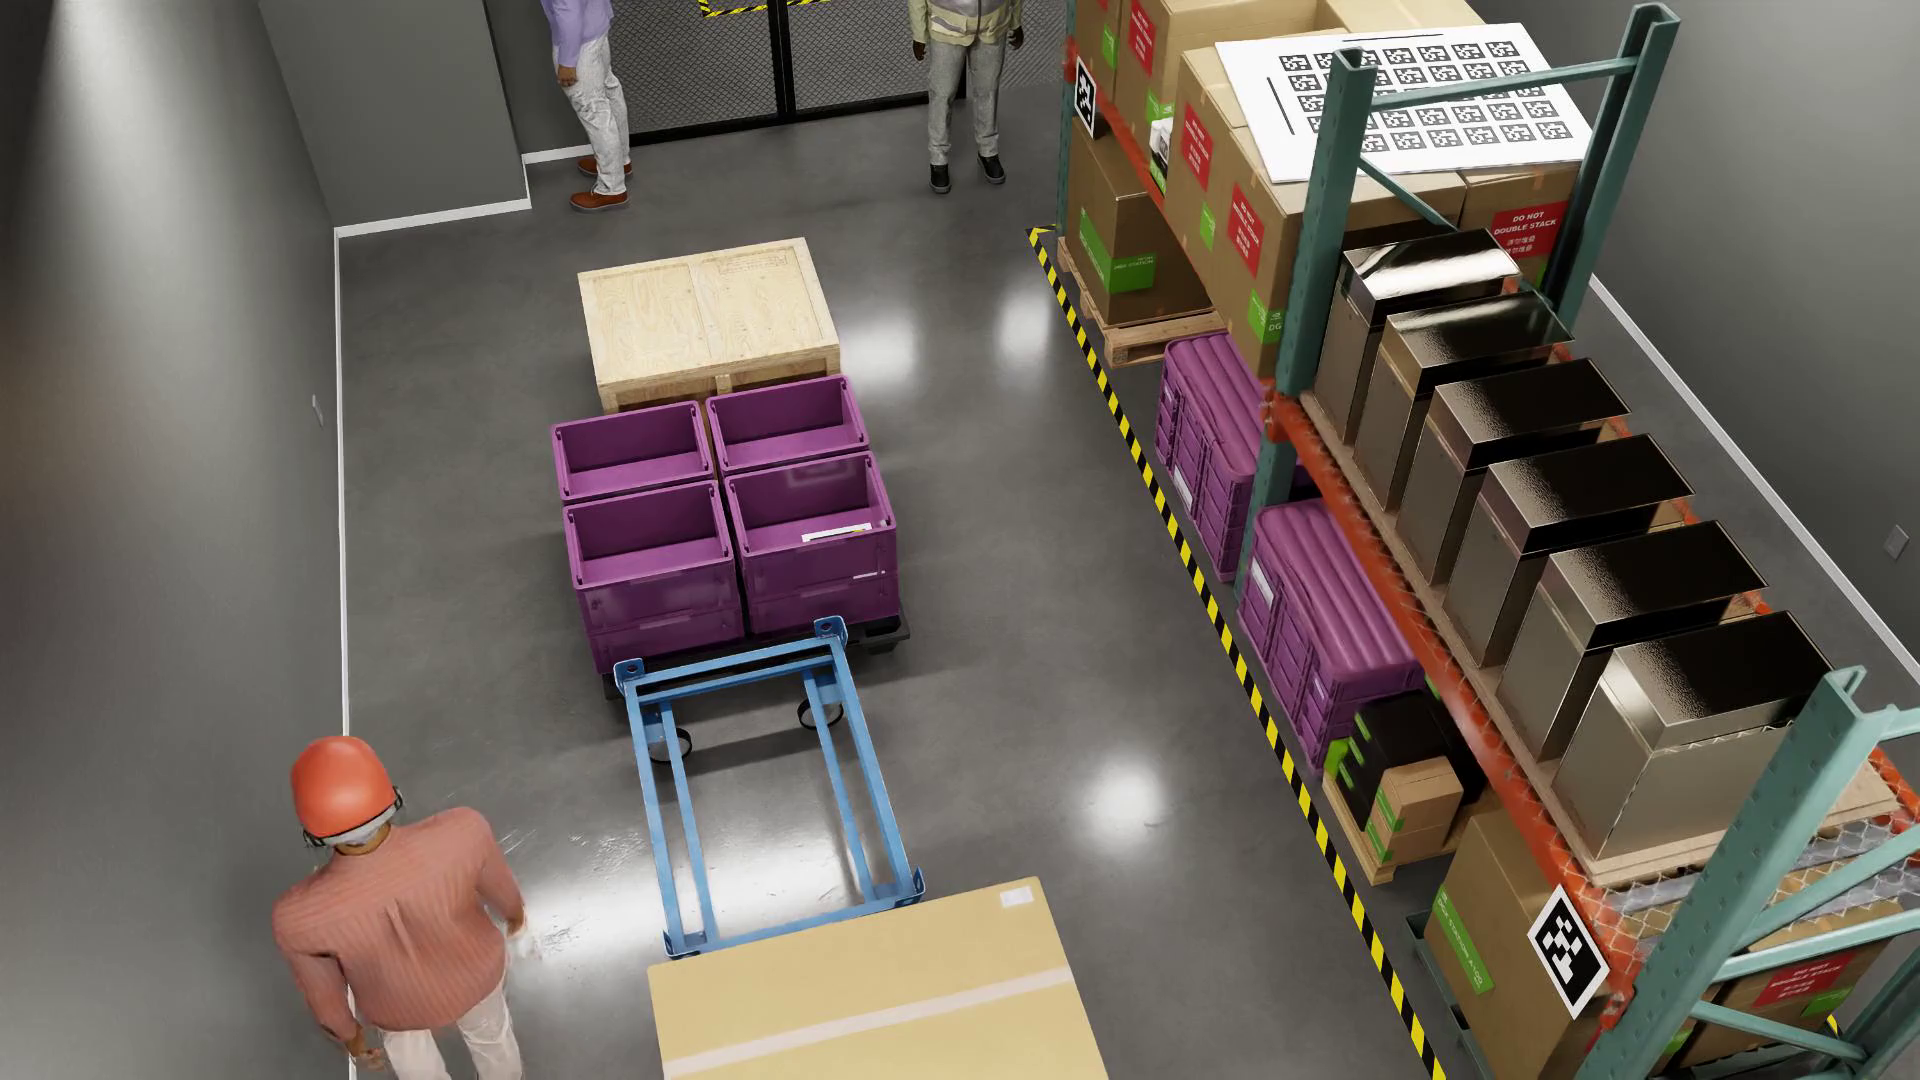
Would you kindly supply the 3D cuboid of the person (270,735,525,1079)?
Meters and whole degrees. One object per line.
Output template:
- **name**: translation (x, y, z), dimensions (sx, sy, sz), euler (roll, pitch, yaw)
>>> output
- **person**: translation (-1.522, 1.201, 4.753), dimensions (0.625, 1.978, 0.430), euler (-22, 51, -19)

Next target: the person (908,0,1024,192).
- **person**: translation (0.043, -2.591, 8.341), dimensions (0.603, 1.825, 0.404), euler (-11, 48, -10)

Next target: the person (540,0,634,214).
- **person**: translation (-1.890, -2.519, 8.200), dimensions (0.362, 1.938, 0.635), euler (0, 47, 0)
